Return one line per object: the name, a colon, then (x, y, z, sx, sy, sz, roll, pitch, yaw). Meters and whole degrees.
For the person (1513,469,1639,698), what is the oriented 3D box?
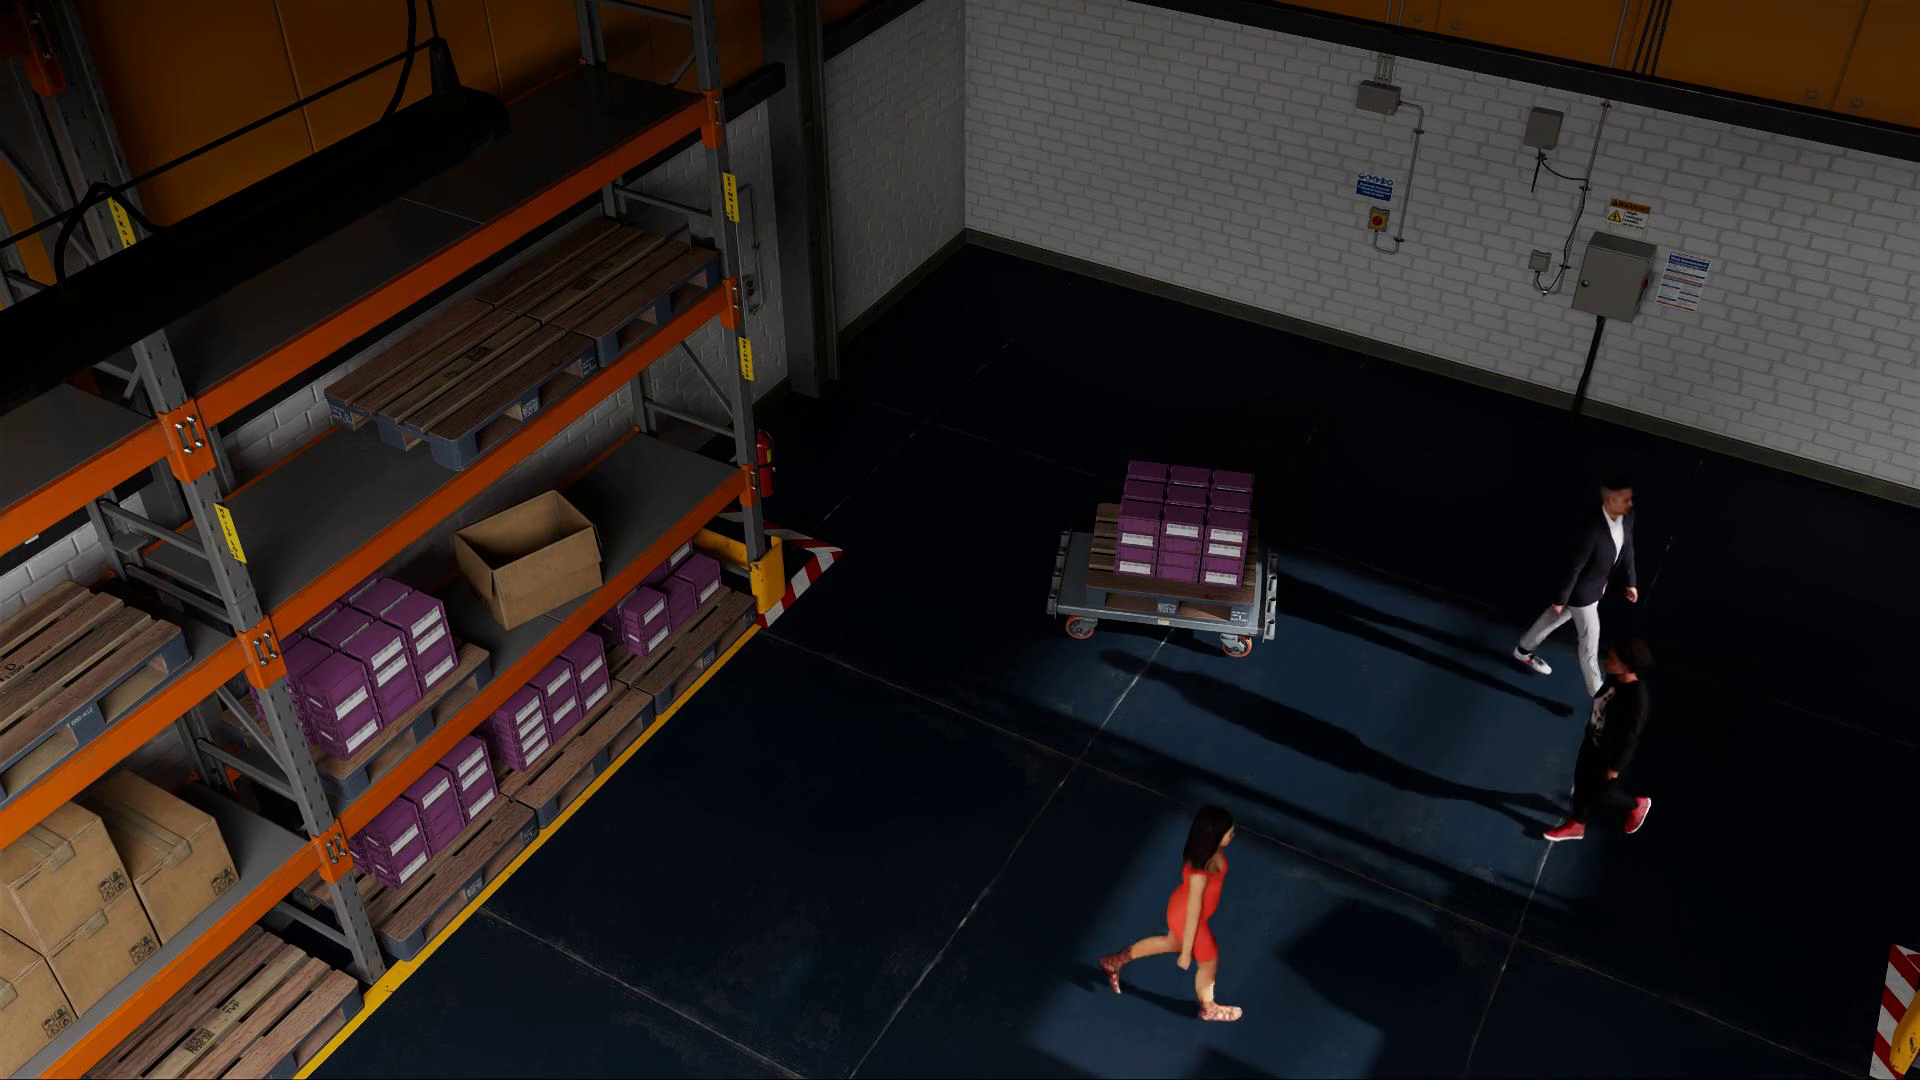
person: (4.207, 0.252, 11.423, 1.238, 1.899, 1.001, -32, 48, -33)

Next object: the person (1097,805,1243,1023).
person: (1.192, 2.095, 9.287, 0.967, 1.685, 1.124, 7, 39, 8)

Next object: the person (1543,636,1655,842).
person: (4.102, 1.269, 10.343, 0.960, 1.658, 0.925, -7, 39, -8)
